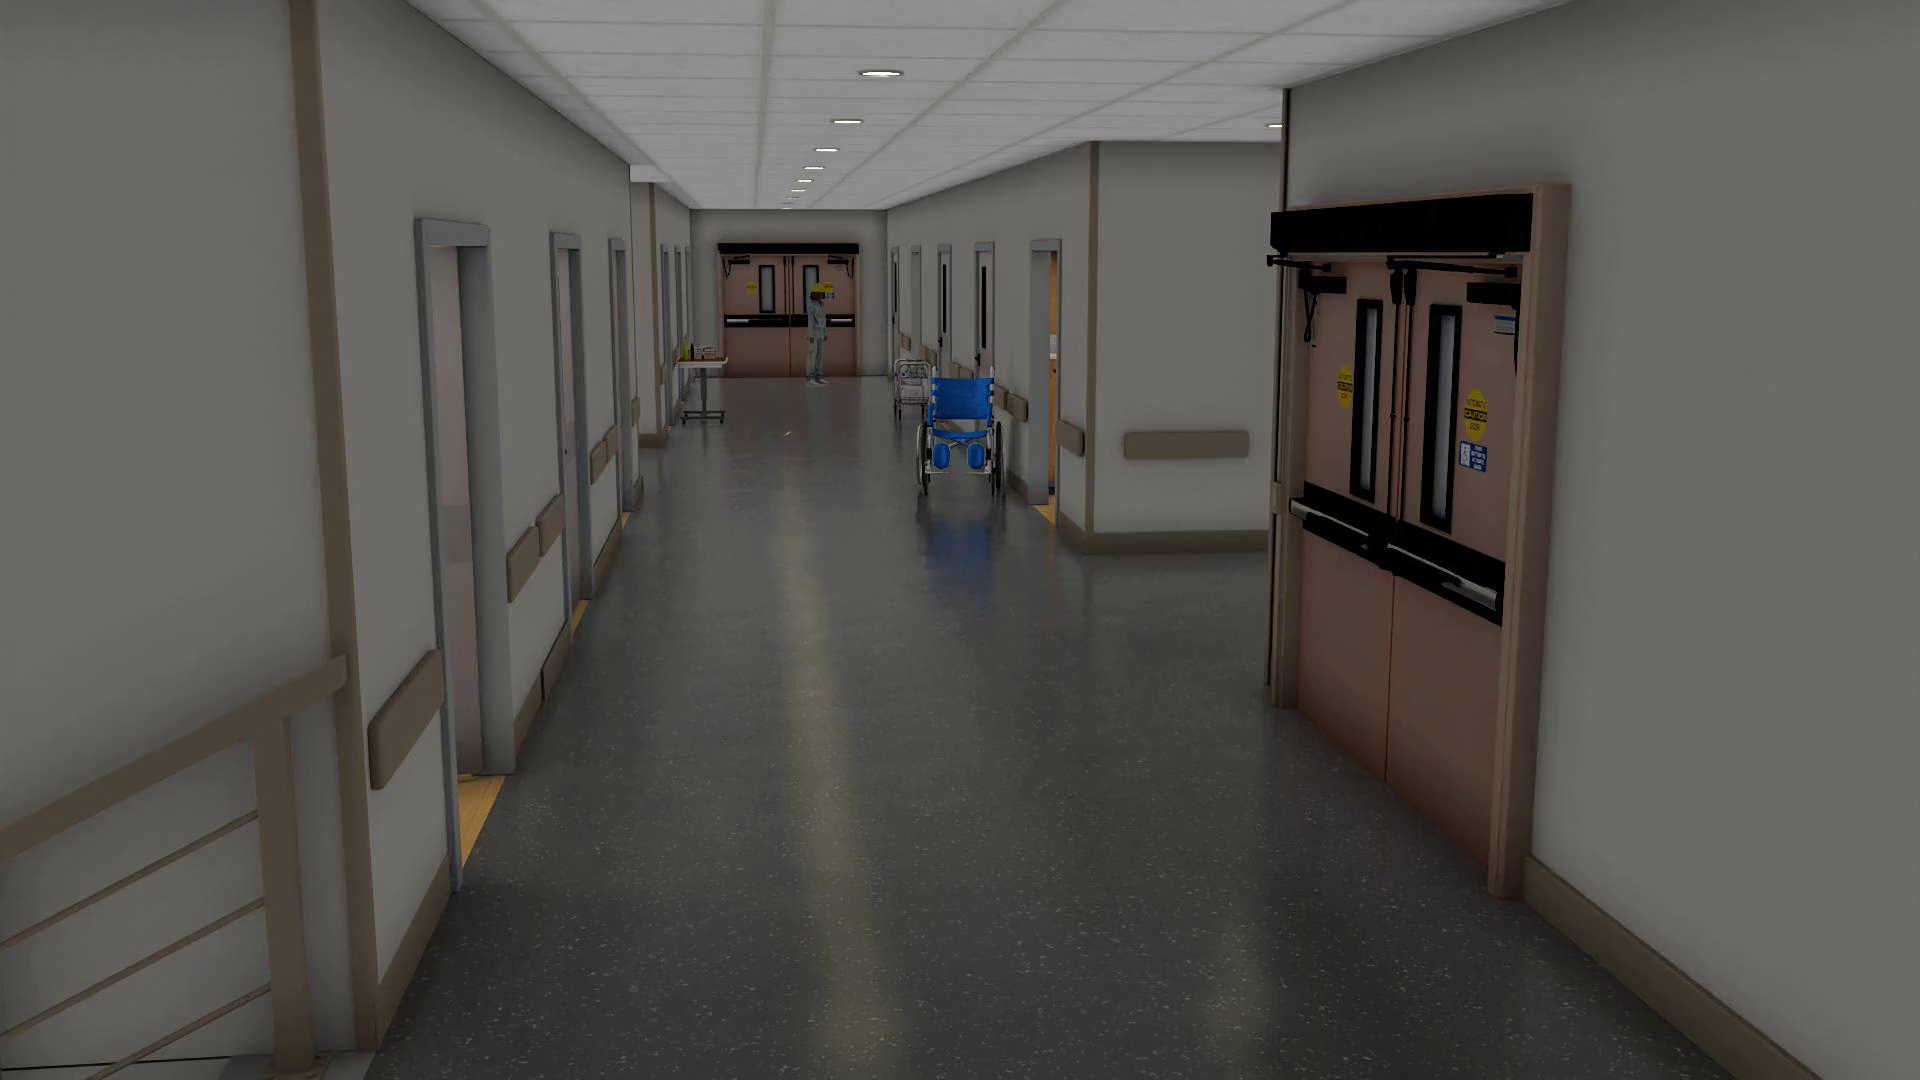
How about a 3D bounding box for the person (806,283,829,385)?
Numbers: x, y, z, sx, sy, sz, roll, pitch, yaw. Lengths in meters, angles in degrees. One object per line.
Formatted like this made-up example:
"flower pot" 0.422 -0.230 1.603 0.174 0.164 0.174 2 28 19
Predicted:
"person" -2.423 -3.505 28.340 0.347 1.735 0.485 5 11 27
